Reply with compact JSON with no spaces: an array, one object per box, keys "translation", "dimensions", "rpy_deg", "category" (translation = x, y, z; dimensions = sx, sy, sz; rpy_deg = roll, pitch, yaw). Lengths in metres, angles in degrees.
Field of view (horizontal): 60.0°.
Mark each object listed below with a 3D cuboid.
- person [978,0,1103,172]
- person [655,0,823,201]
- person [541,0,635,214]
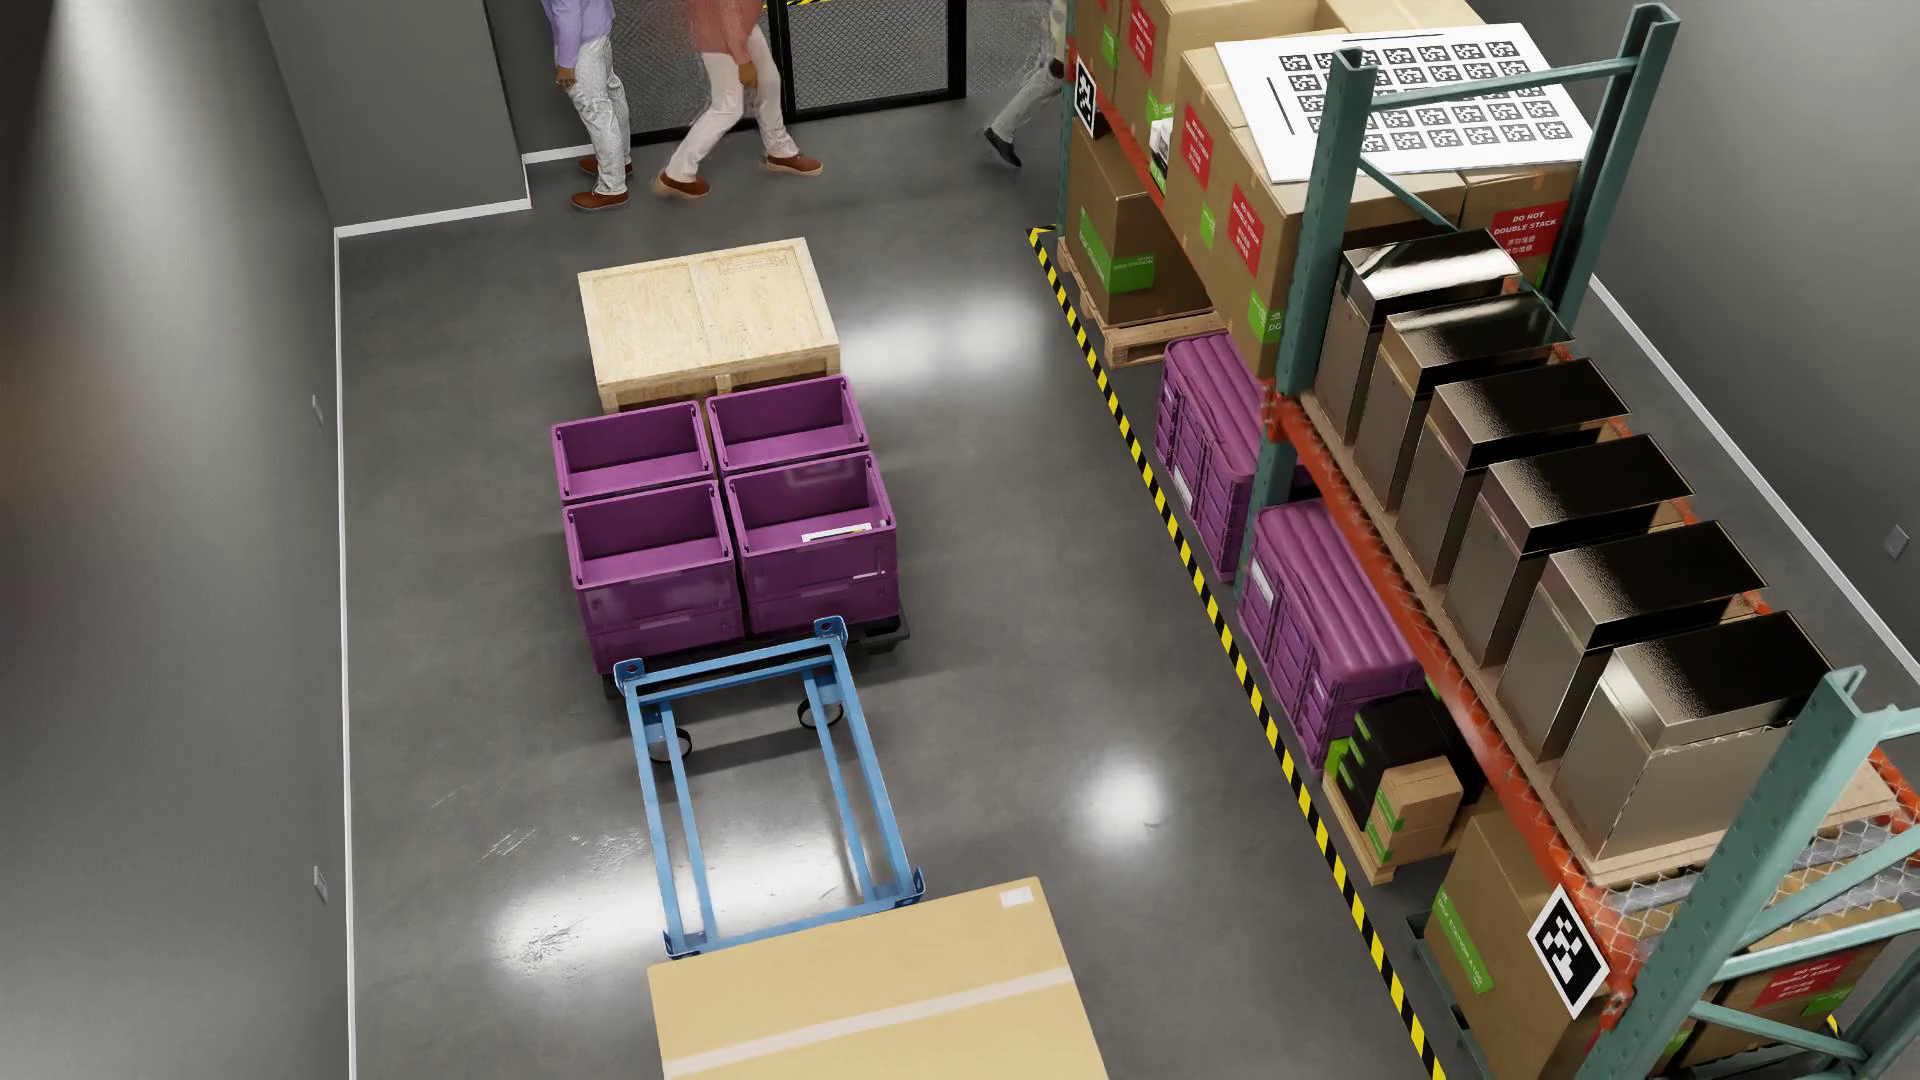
[{"translation":[0.568,-2.629,8.429],"dimensions":[0.963,1.766,0.595],"rpy_deg":[2,47,2],"category":"person"},{"translation":[-1.195,-2.533,8.222],"dimensions":[0.811,1.947,0.664],"rpy_deg":[2,47,2],"category":"person"},{"translation":[-1.885,-2.511,8.193],"dimensions":[0.373,1.939,0.628],"rpy_deg":[1,47,1],"category":"person"}]
